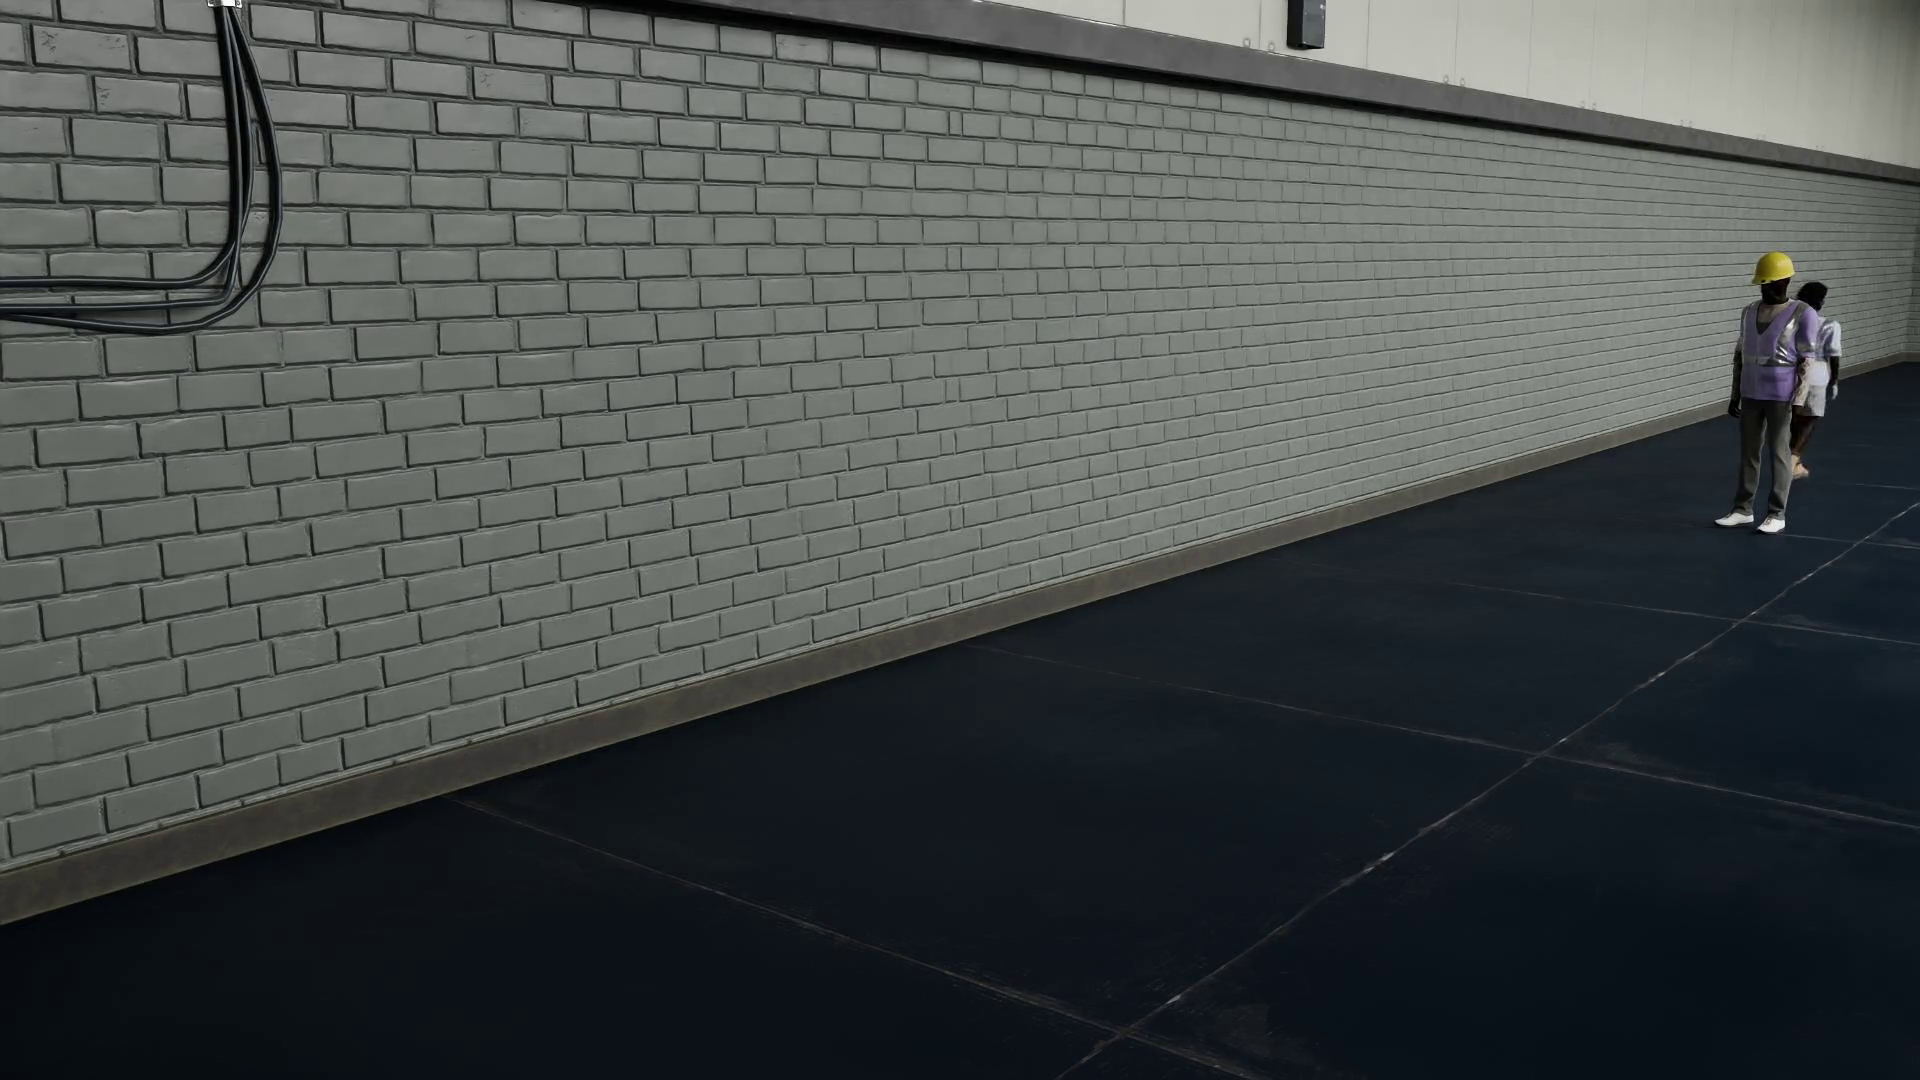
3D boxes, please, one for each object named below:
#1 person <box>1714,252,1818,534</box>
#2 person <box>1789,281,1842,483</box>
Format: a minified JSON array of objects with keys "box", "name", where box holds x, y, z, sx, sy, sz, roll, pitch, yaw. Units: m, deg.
[{"box":[5.555,-1.010,11.449,0.379,1.918,0.585,-5,12,-27],"name":"person"},{"box":[6.972,-1.305,13.783,0.785,1.672,0.537,-9,14,-42],"name":"person"}]
